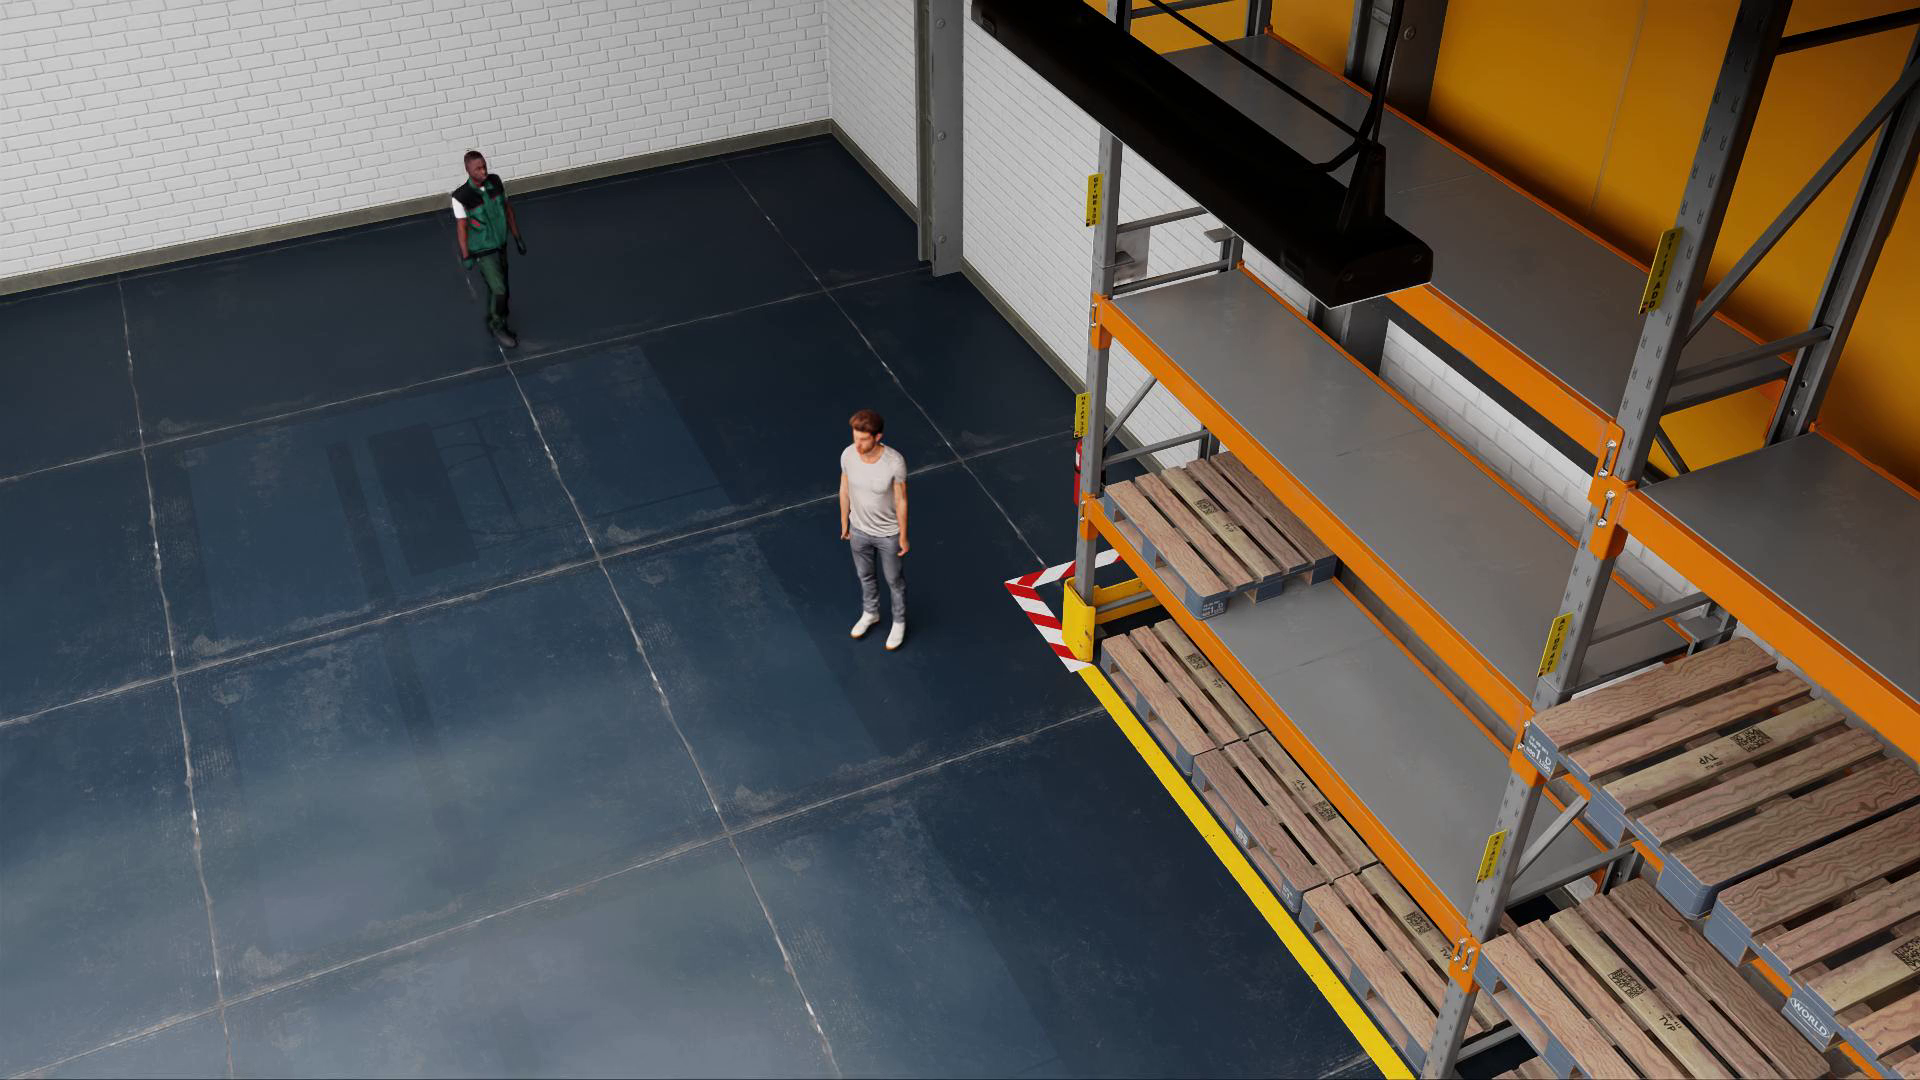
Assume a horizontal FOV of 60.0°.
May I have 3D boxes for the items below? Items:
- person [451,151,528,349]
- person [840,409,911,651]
[{"bbox_3d":[-4.140,-2.545,14.394,0.873,1.820,0.827,20,43,23],"label":"person"},{"bbox_3d":[-0.559,-0.100,11.276,0.739,1.889,0.804,14,41,17],"label":"person"}]
